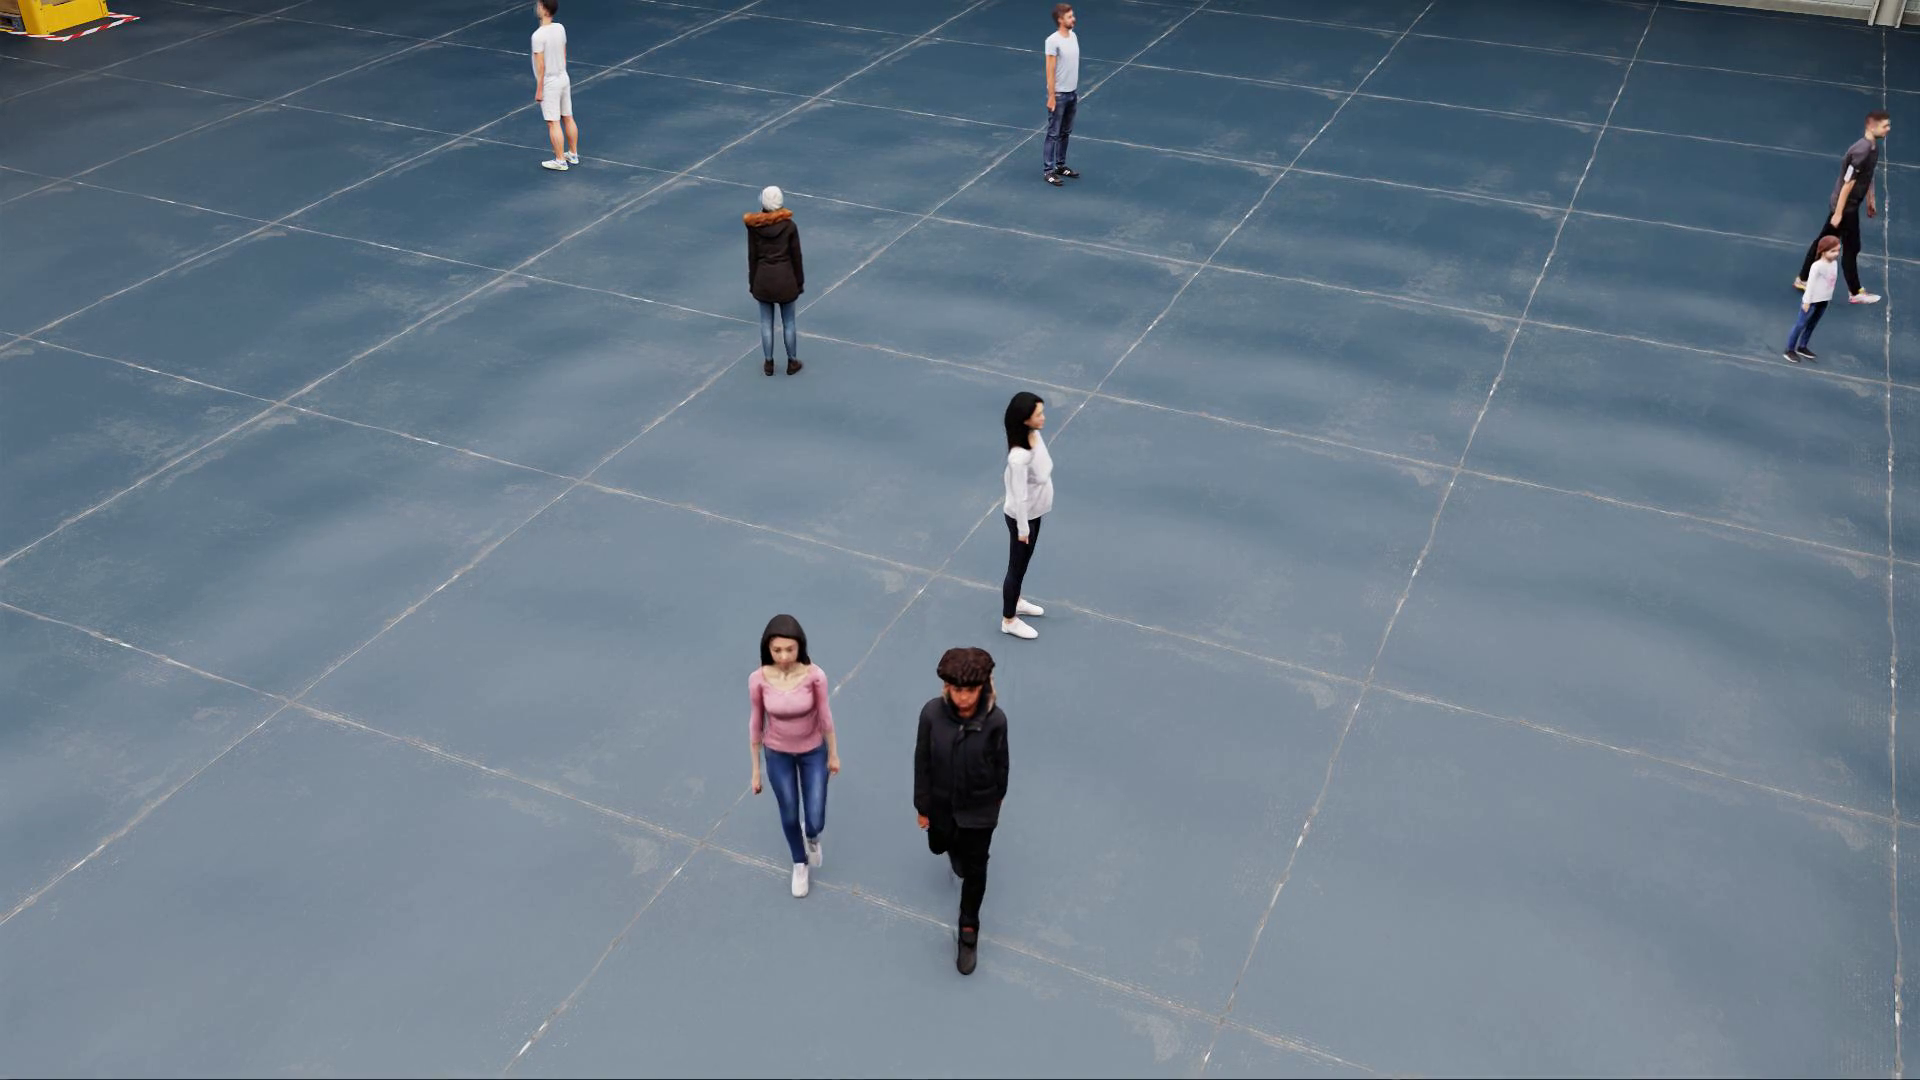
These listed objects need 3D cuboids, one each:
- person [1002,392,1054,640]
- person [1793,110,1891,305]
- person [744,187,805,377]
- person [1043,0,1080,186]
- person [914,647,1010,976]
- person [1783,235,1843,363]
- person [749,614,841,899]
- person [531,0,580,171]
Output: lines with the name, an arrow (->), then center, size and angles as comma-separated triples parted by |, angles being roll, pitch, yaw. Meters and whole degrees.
person -> 0.406, -0.180, 10.581 | 0.623, 1.700, 0.669 | 6, 33, 9
person -> 7.950, -3.037, 15.075 | 1.053, 1.737, 0.805 | 22, 39, 31
person -> -1.532, -2.135, 13.744 | 0.668, 1.632, 0.775 | -1, 32, -1
person -> 1.073, -4.746, 17.666 | 0.619, 1.863, 0.688 | 23, 39, 32
person -> -0.008, 1.236, 8.282 | 1.126, 1.758, 0.947 | 2, 32, 3
person -> 7.268, -2.065, 14.122 | 0.534, 1.110, 0.588 | -14, 35, -22
person -> -0.841, 1.061, 8.583 | 0.731, 1.732, 0.797 | -1, 32, -1
person -> -4.399, -4.953, 18.000 | 0.538, 1.857, 0.676 | 14, 35, 20
